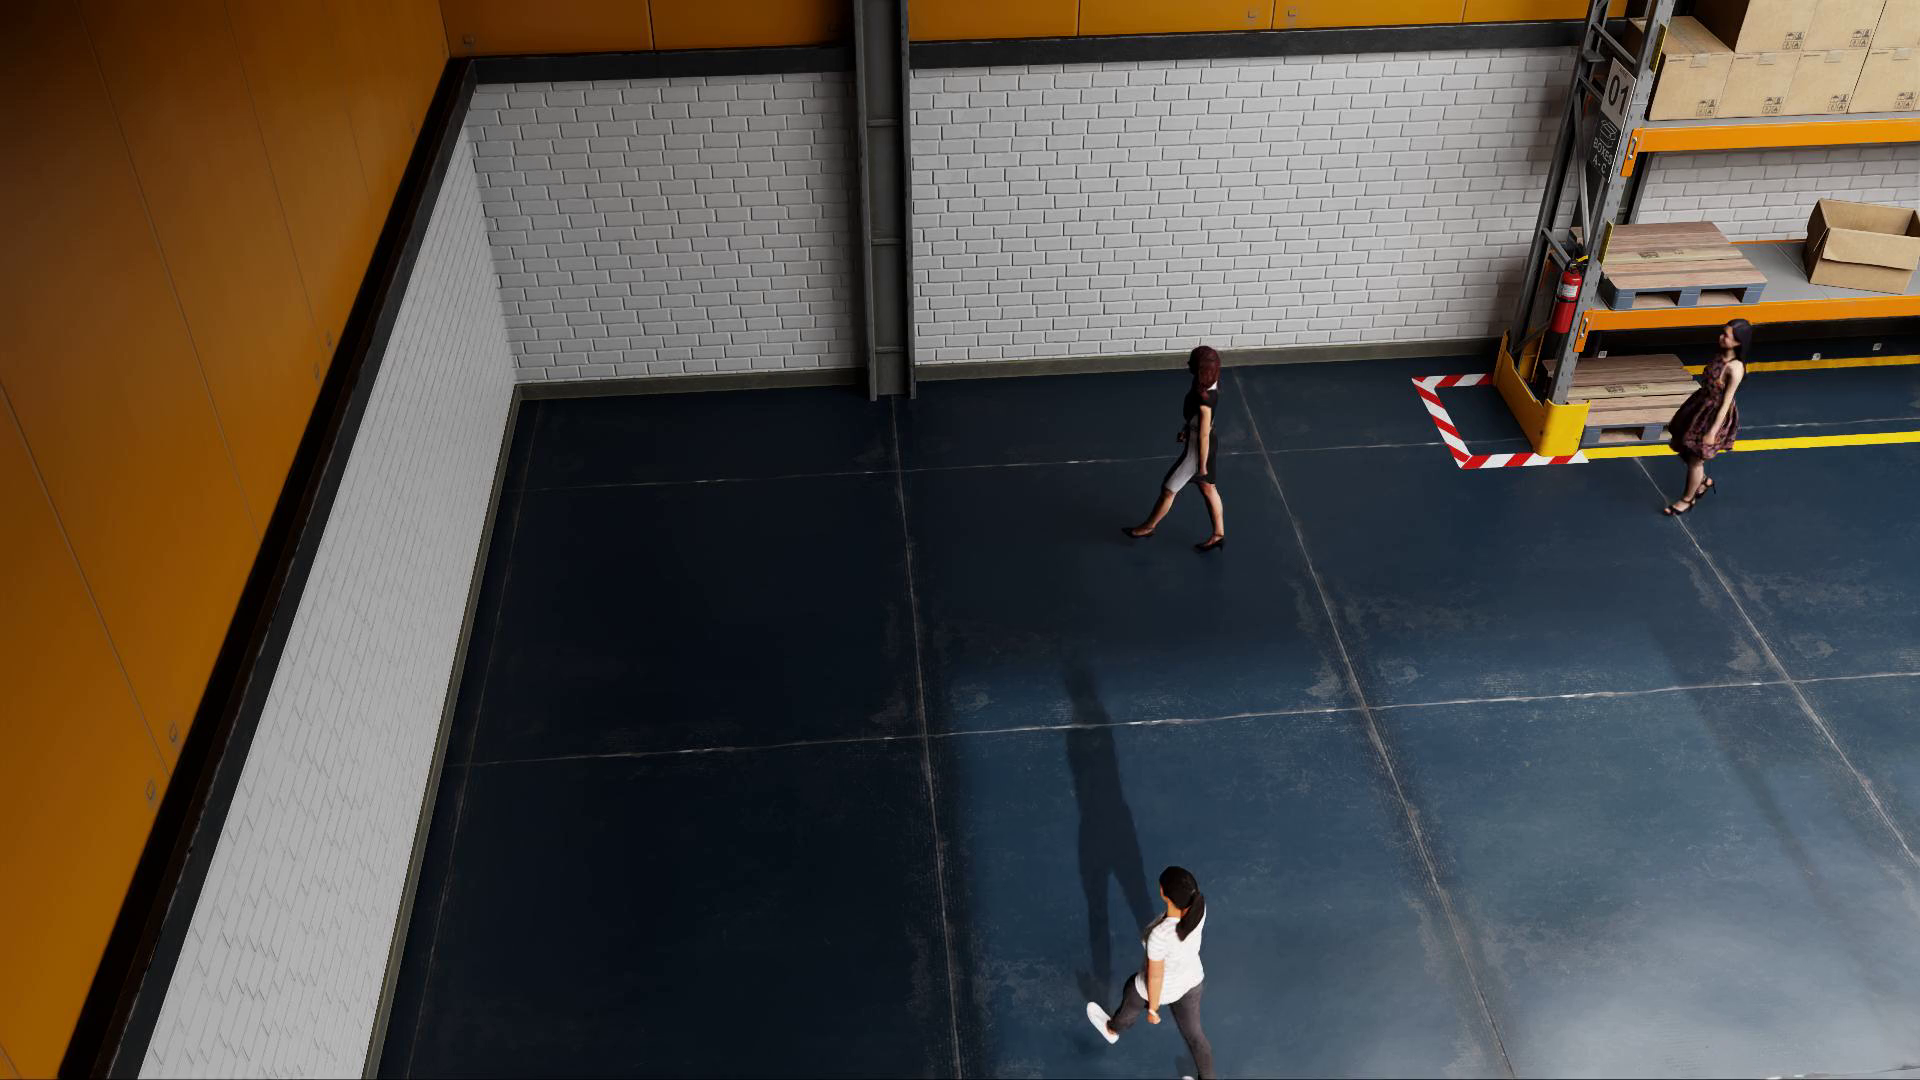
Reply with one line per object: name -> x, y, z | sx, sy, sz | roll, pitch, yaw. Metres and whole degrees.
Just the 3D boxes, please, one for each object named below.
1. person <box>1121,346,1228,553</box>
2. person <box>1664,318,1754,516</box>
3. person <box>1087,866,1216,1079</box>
person -> 1.821, -0.610, 12.068 | 1.102, 1.768, 0.851 | 12, 40, 14
person -> 5.667, -0.891, 12.425 | 0.740, 1.762, 0.666 | 1, 39, 2
person -> 1.144, 2.323, 8.536 | 1.120, 1.592, 1.066 | -28, 46, -30
